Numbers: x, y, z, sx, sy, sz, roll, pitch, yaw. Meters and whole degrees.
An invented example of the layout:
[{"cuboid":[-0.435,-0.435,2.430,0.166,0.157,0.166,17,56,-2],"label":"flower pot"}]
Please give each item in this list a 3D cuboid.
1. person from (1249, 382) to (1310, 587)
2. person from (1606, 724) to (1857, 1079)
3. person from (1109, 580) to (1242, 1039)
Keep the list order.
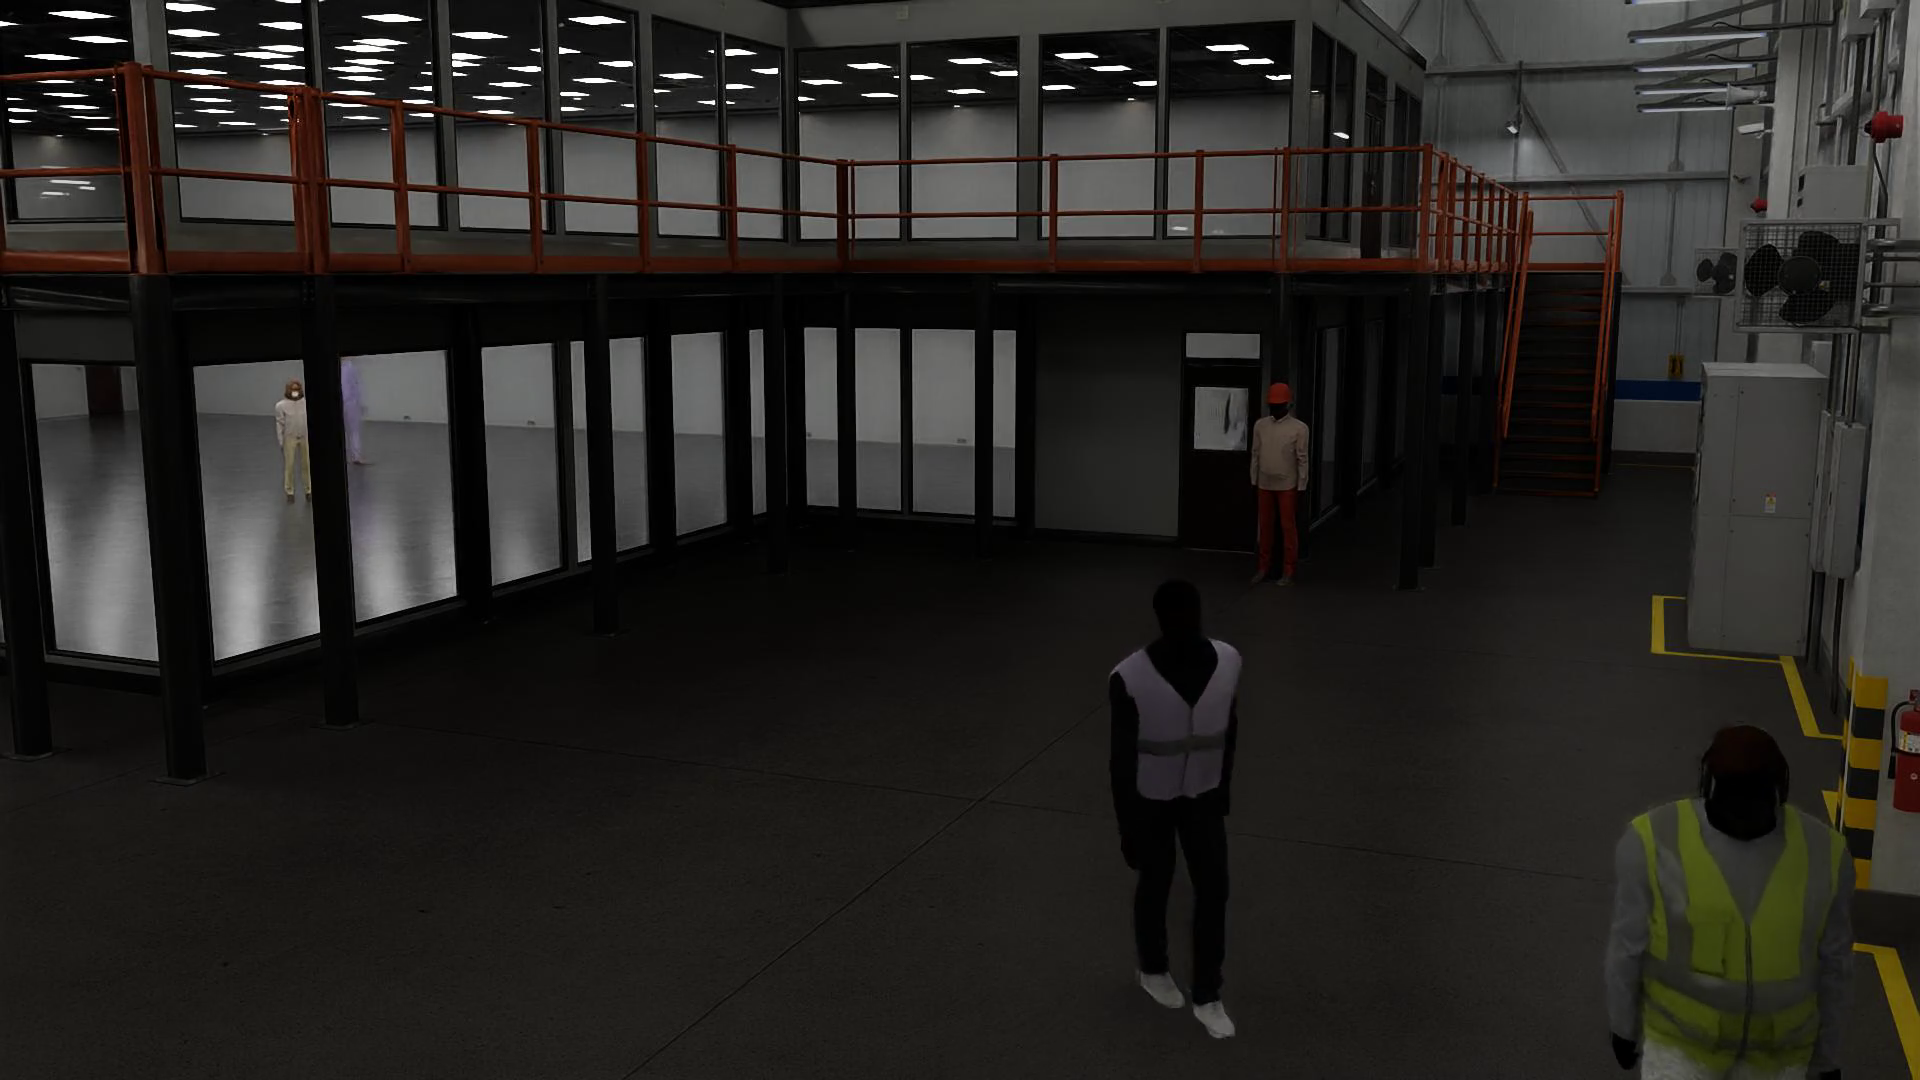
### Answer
[{"cuboid":[3.080,-0.537,16.142,0.612,1.986,0.407,8,12,39],"label":"person"},{"cuboid":[2.157,1.401,4.682,0.627,1.830,0.432,2,9,12],"label":"person"},{"cuboid":[0.874,1.054,6.679,0.627,1.859,0.763,-3,10,-18],"label":"person"}]
